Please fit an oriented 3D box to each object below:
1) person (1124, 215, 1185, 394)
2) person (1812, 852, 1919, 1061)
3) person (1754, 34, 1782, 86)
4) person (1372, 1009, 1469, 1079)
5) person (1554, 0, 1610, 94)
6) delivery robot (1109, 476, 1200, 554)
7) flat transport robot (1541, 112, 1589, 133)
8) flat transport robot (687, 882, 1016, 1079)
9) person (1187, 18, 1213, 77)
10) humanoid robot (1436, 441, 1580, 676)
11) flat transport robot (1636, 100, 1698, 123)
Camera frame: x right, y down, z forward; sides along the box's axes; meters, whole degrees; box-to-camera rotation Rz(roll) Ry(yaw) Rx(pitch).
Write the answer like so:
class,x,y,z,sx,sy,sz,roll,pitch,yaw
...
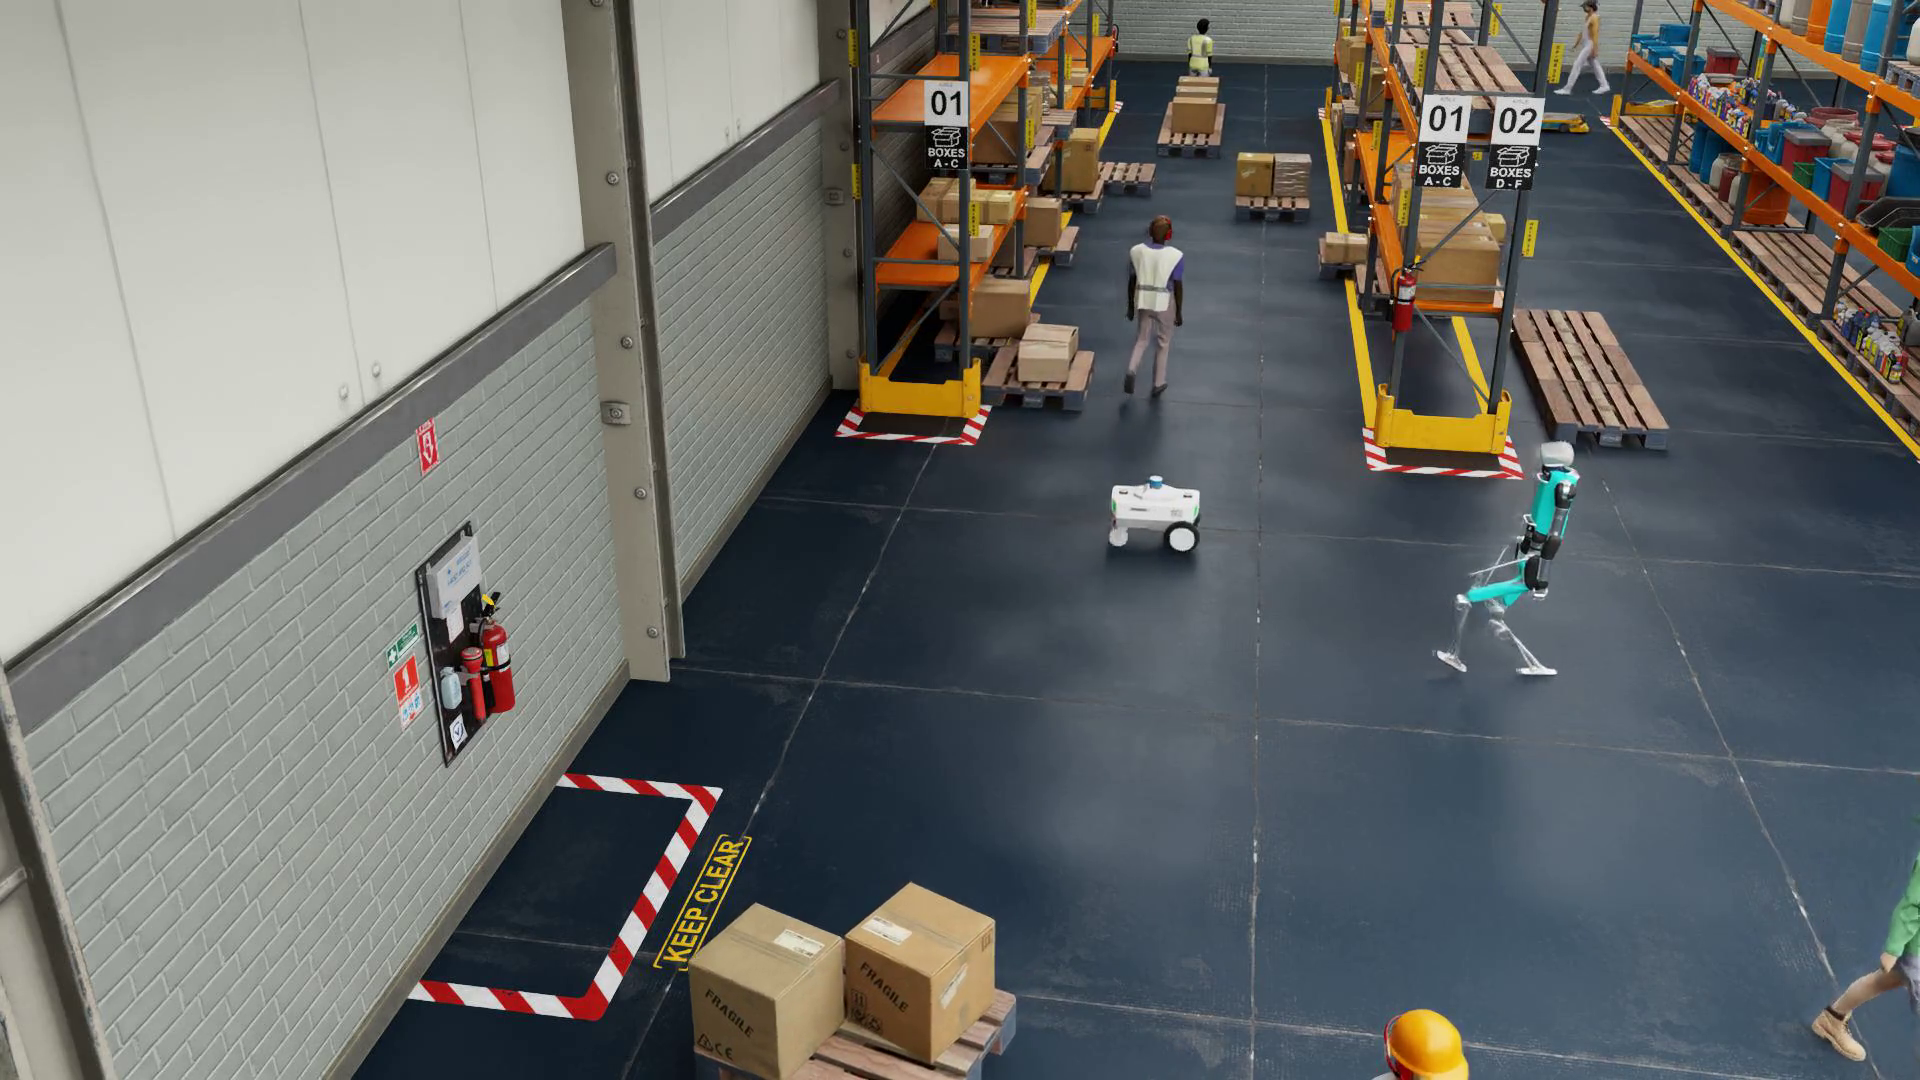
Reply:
class,x,y,z,sx,sy,sz,roll,pitch,yaw
person,1.910,-2.289,16.420,0.568,1.823,0.628,13,28,25
person,4.497,1.861,7.687,0.494,1.692,0.911,-16,30,-31
person,15.869,-9.807,32.579,0.326,1.766,0.532,-19,31,-35
person,1.607,2.489,6.125,0.563,1.890,0.380,-13,28,-25
person,11.991,-9.391,31.654,1.009,1.808,0.505,4,25,9
delivery robot,1.608,-0.217,13.506,0.803,0.614,0.499,3,25,7
flat transport robot,10.157,-7.268,28.914,1.431,0.231,0.659,6,26,13
flat transport robot,-0.462,2.526,7.950,0.659,0.231,1.431,12,28,24
person,4.298,-8.457,29.767,0.317,1.696,0.539,-22,33,-39
humanoid robot,3.640,0.166,11.321,1.003,1.778,0.530,3,25,6
flat transport robot,12.887,-7.664,29.761,0.659,0.231,1.431,-21,32,-37
